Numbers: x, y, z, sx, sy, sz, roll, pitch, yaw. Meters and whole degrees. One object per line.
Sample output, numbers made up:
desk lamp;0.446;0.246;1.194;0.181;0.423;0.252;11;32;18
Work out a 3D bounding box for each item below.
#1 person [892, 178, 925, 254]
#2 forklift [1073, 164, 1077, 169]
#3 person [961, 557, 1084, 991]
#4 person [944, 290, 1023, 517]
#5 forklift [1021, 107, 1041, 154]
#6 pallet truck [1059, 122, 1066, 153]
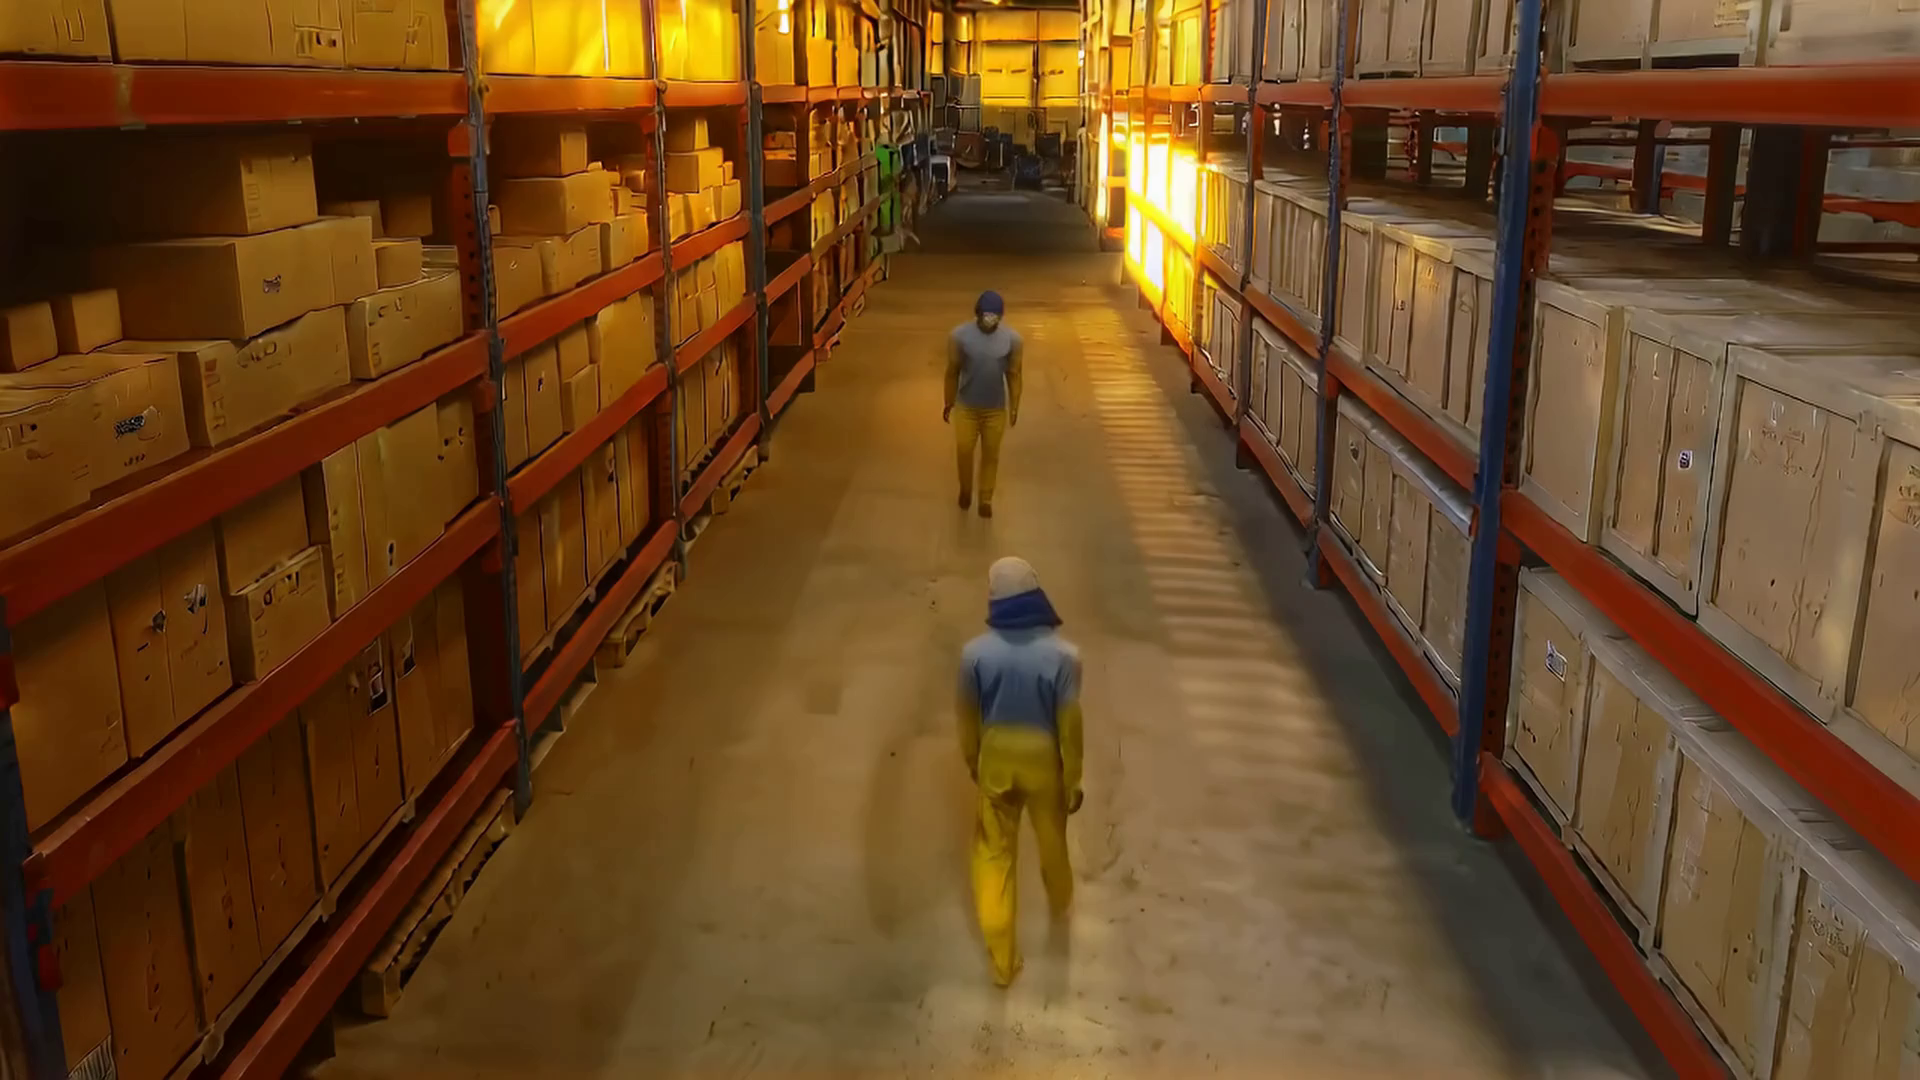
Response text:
person;-1.134;-7.101;36.501;0.661;1.678;0.540;0;15;2
forklift;4.758;-12.974;56.065;1.873;2.768;1.129;0;15;2
person;0.270;0.888;6.742;0.511;1.685;0.901;3;15;12
person;0.194;-1.127;13.828;0.650;1.911;0.495;-1;15;-5
forklift;3.447;-19.670;80.976;1.129;2.768;1.873;-10;18;-32
pallet truck;5.788;-21.111;88.014;1.885;1.965;0.823;5;16;18
